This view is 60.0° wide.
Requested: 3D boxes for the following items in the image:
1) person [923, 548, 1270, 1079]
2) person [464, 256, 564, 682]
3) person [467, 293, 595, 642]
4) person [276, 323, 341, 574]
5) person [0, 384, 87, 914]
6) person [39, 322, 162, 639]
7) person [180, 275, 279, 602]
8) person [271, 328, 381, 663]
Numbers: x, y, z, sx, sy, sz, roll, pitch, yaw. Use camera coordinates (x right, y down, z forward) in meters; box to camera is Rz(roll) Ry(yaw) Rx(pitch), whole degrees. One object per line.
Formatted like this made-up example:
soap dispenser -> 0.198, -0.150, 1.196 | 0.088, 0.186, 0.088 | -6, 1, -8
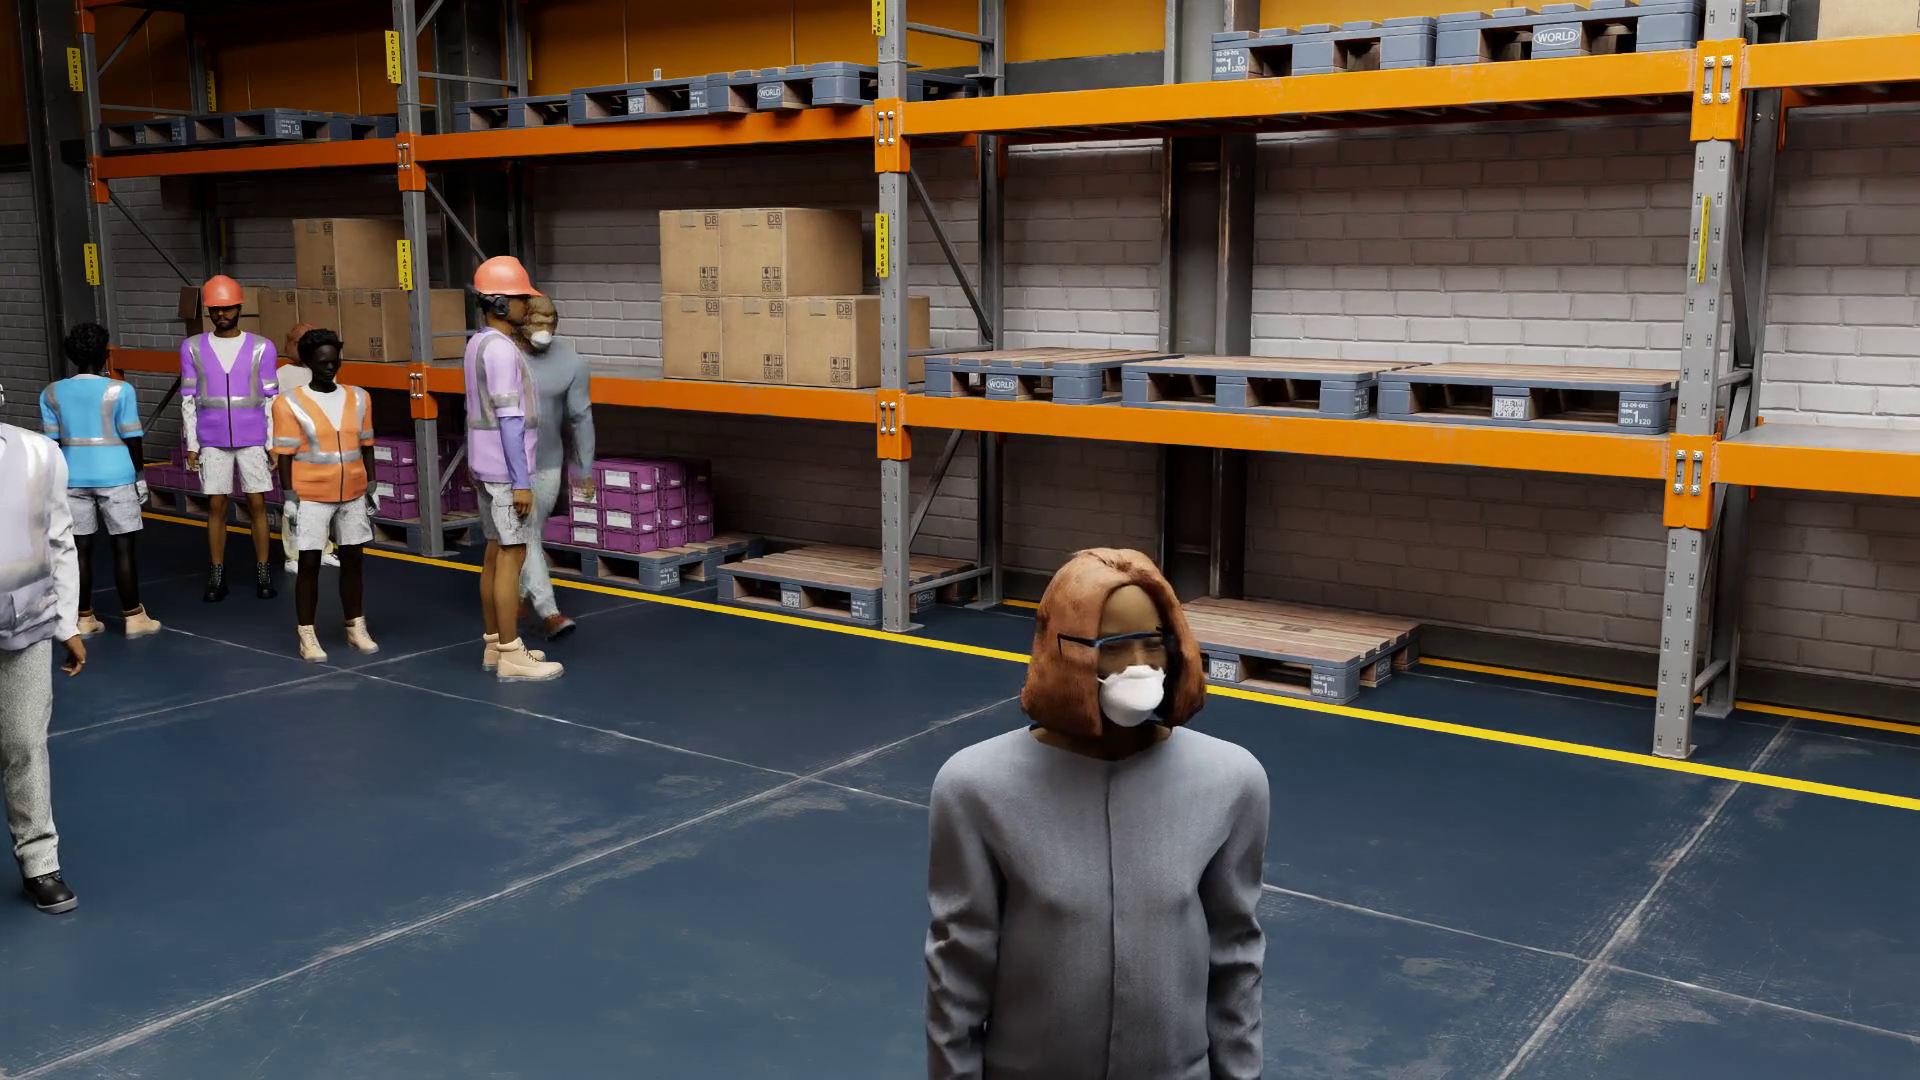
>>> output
person -> 0.198, 0.816, 2.384 | 0.500, 1.636, 0.282 | -2, 10, -10
person -> -2.177, -0.338, 8.043 | 0.375, 2.044, 0.607 | -5, 11, -27
person -> -2.318, -0.405, 9.030 | 0.632, 1.850, 1.105 | -5, 11, -29
person -> -4.233, -0.594, 10.824 | 0.285, 1.626, 0.495 | 5, 11, 27
person -> -2.970, 0.271, 5.042 | 0.591, 1.834, 0.404 | -8, 13, -41
person -> -4.600, -0.307, 8.887 | 0.530, 1.697, 0.322 | 0, 10, 1
person -> -4.334, -0.600, 9.917 | 0.544, 1.939, 0.355 | -3, 10, -20
person -> -3.205, -0.226, 8.439 | 0.321, 1.690, 0.538 | 9, 13, 42
